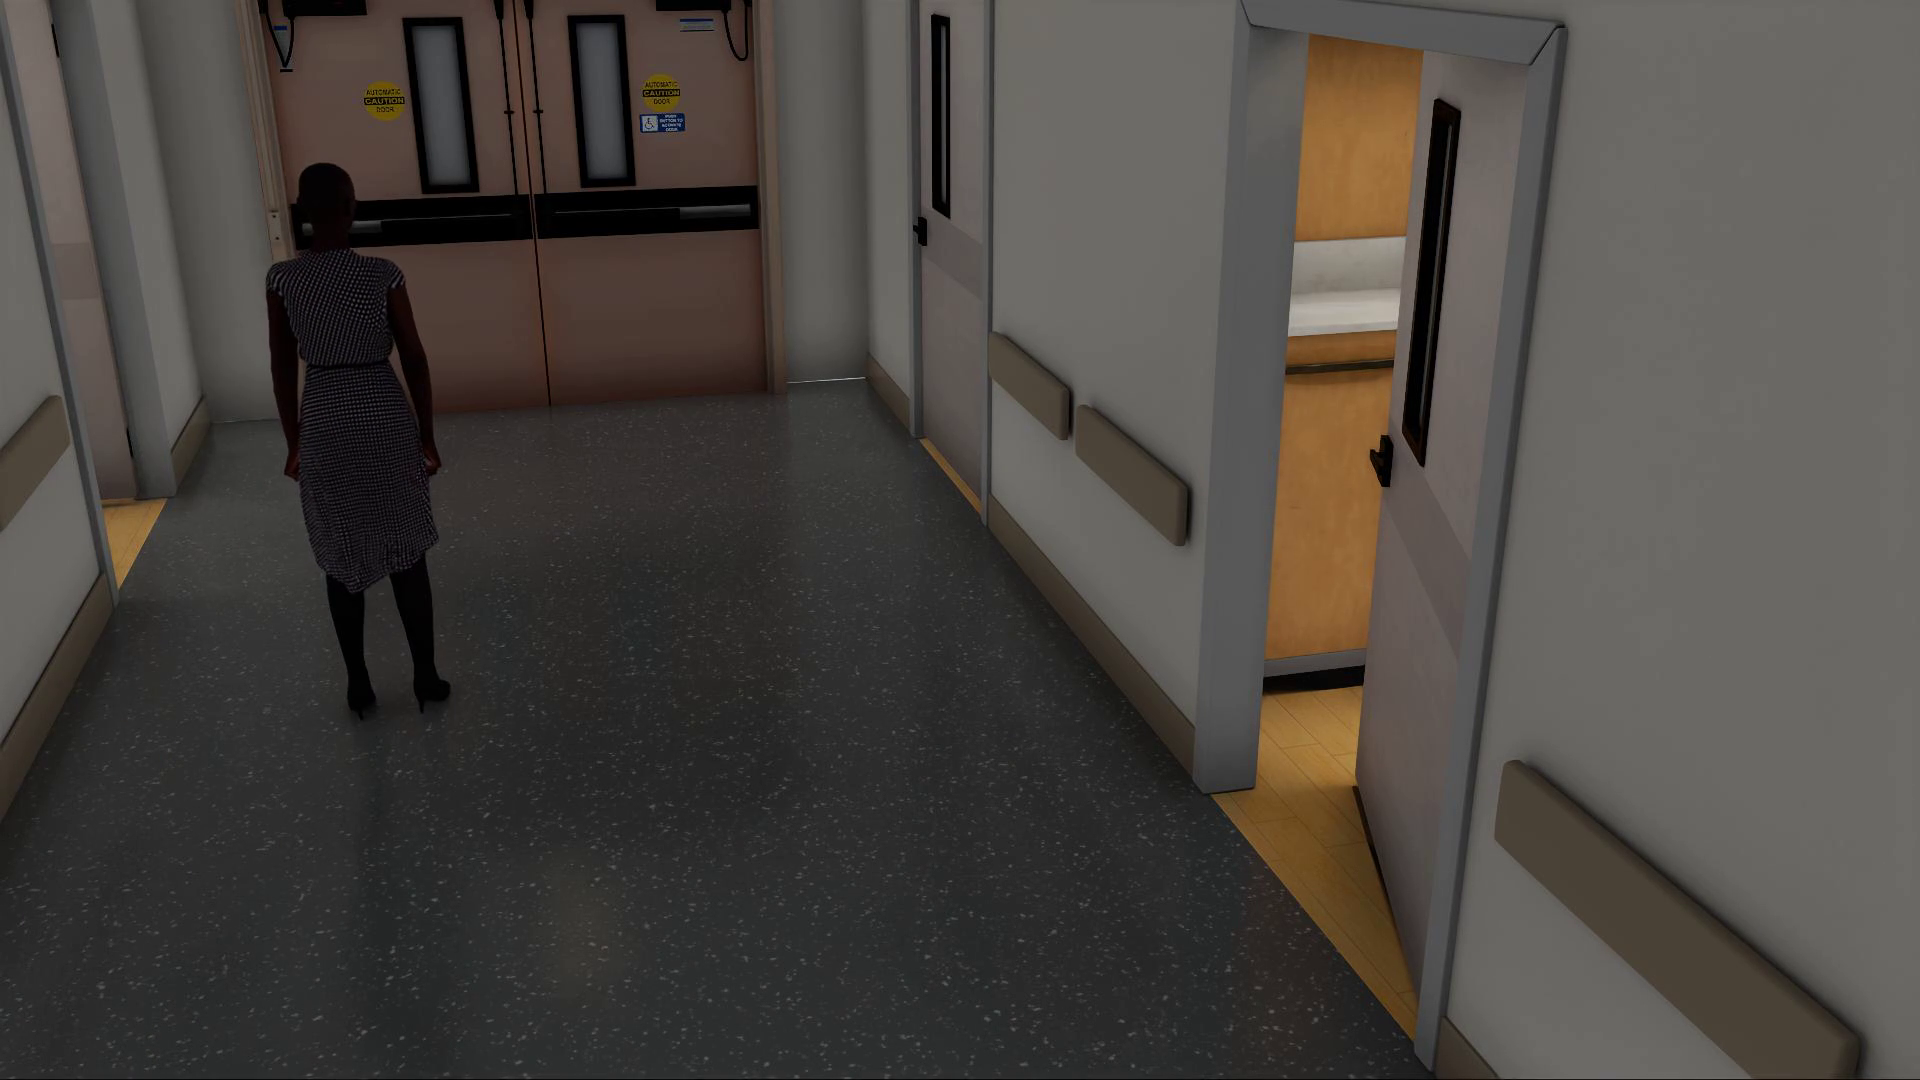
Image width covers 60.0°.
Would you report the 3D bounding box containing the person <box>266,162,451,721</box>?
[{"bbox_3d":[-1.902,-0.285,5.264,0.647,1.788,0.547,-3,21,-9],"label":"person"}]
